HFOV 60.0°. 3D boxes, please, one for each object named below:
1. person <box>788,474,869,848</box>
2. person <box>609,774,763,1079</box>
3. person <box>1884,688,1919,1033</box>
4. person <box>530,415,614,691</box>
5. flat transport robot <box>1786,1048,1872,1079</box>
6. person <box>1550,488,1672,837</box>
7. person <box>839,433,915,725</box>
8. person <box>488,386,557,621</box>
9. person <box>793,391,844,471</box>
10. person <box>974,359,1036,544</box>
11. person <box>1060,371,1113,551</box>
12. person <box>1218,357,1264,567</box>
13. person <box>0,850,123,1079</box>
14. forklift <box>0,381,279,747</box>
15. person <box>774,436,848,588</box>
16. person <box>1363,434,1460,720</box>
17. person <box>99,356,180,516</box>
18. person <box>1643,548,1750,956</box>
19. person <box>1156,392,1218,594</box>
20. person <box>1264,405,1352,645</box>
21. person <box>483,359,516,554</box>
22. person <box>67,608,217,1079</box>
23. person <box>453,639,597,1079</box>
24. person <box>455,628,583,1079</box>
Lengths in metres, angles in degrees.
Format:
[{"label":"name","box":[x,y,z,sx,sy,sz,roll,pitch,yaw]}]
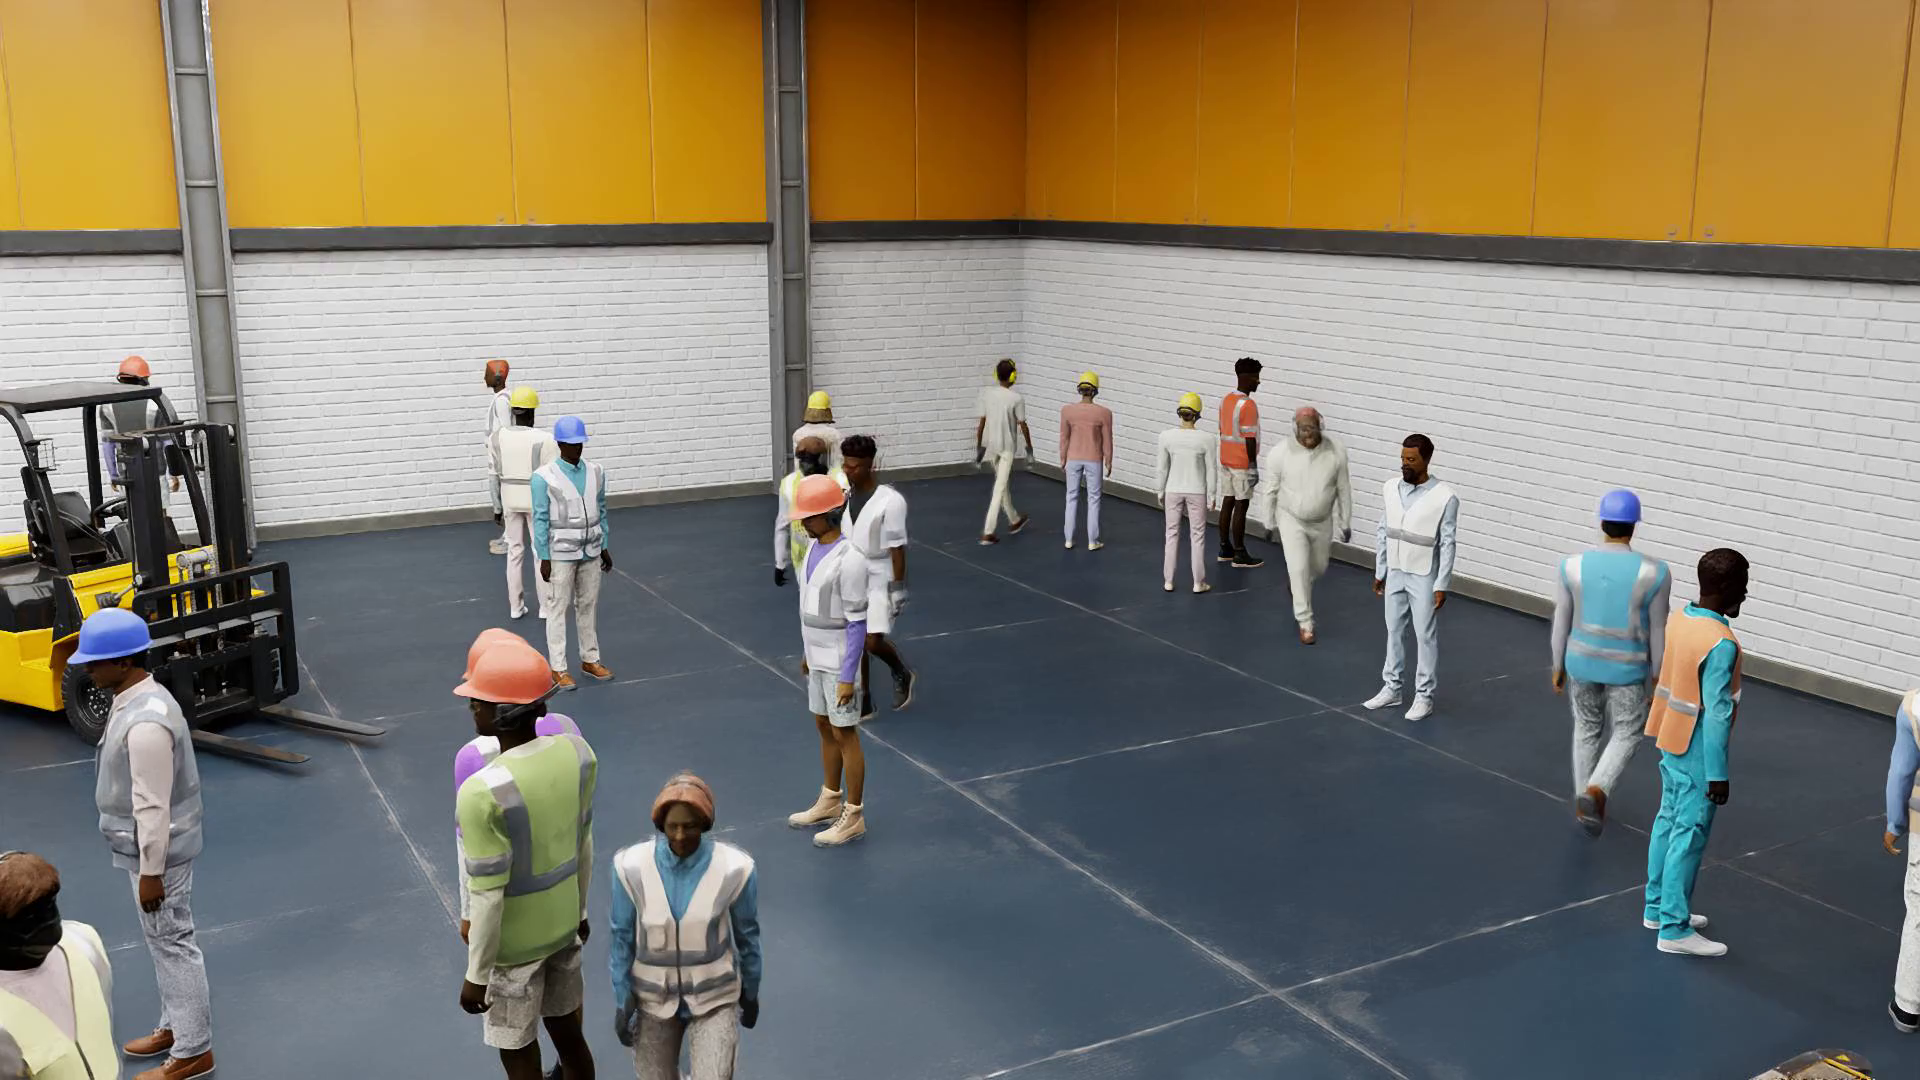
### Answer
[{"label":"person","box":[-0.718,0.643,8.965,0.392,2.034,0.605,-6,14,-27]},{"label":"person","box":[-0.926,1.546,5.712,0.505,1.612,0.657,0,12,-1]},{"label":"person","box":[4.159,1.193,6.888,0.589,1.822,0.403,7,14,30]},{"label":"person","box":[-2.743,0.078,11.813,0.389,1.948,0.607,10,16,40]},{"label":"flat transport robot","box":[2.978,2.187,5.884,1.431,0.197,0.652,-7,14,-31]},{"label":"person","box":[3.493,0.685,9.012,0.614,1.925,0.641,9,15,37]},{"label":"person","box":[-0.582,0.258,10.954,0.627,1.951,0.484,9,15,37]},{"label":"person","box":[-3.538,-0.296,13.615,0.596,1.925,0.372,2,12,8]},{"label":"person","box":[-1.250,-0.461,14.851,0.482,1.734,0.331,5,13,23]},{"label":"person","box":[0.475,-0.901,16.703,0.548,1.819,0.968,8,15,34]},{"label":"person","box":[1.235,-0.769,16.247,0.531,1.755,0.343,4,13,16]},{"label":"person","box":[2.624,-0.731,15.574,0.373,1.962,0.605,-3,12,-15]},{"label":"person","box":[-2.453,1.702,4.454,0.430,1.843,0.625,3,12,13]},{"label":"forklift","box":[-5.853,0.085,11.199,2.313,2.155,1.214,7,14,28]},{"label":"person","box":[-1.011,0.180,11.673,0.639,1.821,0.633,6,13,24]},{"label":"person","box":[3.040,0.236,11.147,0.391,1.919,0.590,-10,15,-38]},{"label":"person","box":[-7.306,-0.625,14.883,0.615,2.043,0.373,-1,12,-7]},{"label":"person","box":[3.403,0.972,7.721,0.397,1.911,0.587,1,12,5]},{"label":"person","box":[1.984,-0.409,14.529,0.535,1.767,0.317,4,13,18]},{"label":"person","box":[2.737,-0.173,13.187,0.669,1.865,0.870,0,12,-2]},{"label":"person","box":[-4.441,-0.813,16.146,0.352,1.883,0.576,-3,12,-14]},{"label":"person","box":[-3.204,1.205,6.563,0.414,1.939,0.596,-7,14,-28]},{"label":"person","box":[-1.488,1.333,5.696,0.359,2.047,0.614,5,13,24]},{"label":"person","box":[-1.660,1.276,6.248,0.388,1.930,0.544,9,15,35]}]
